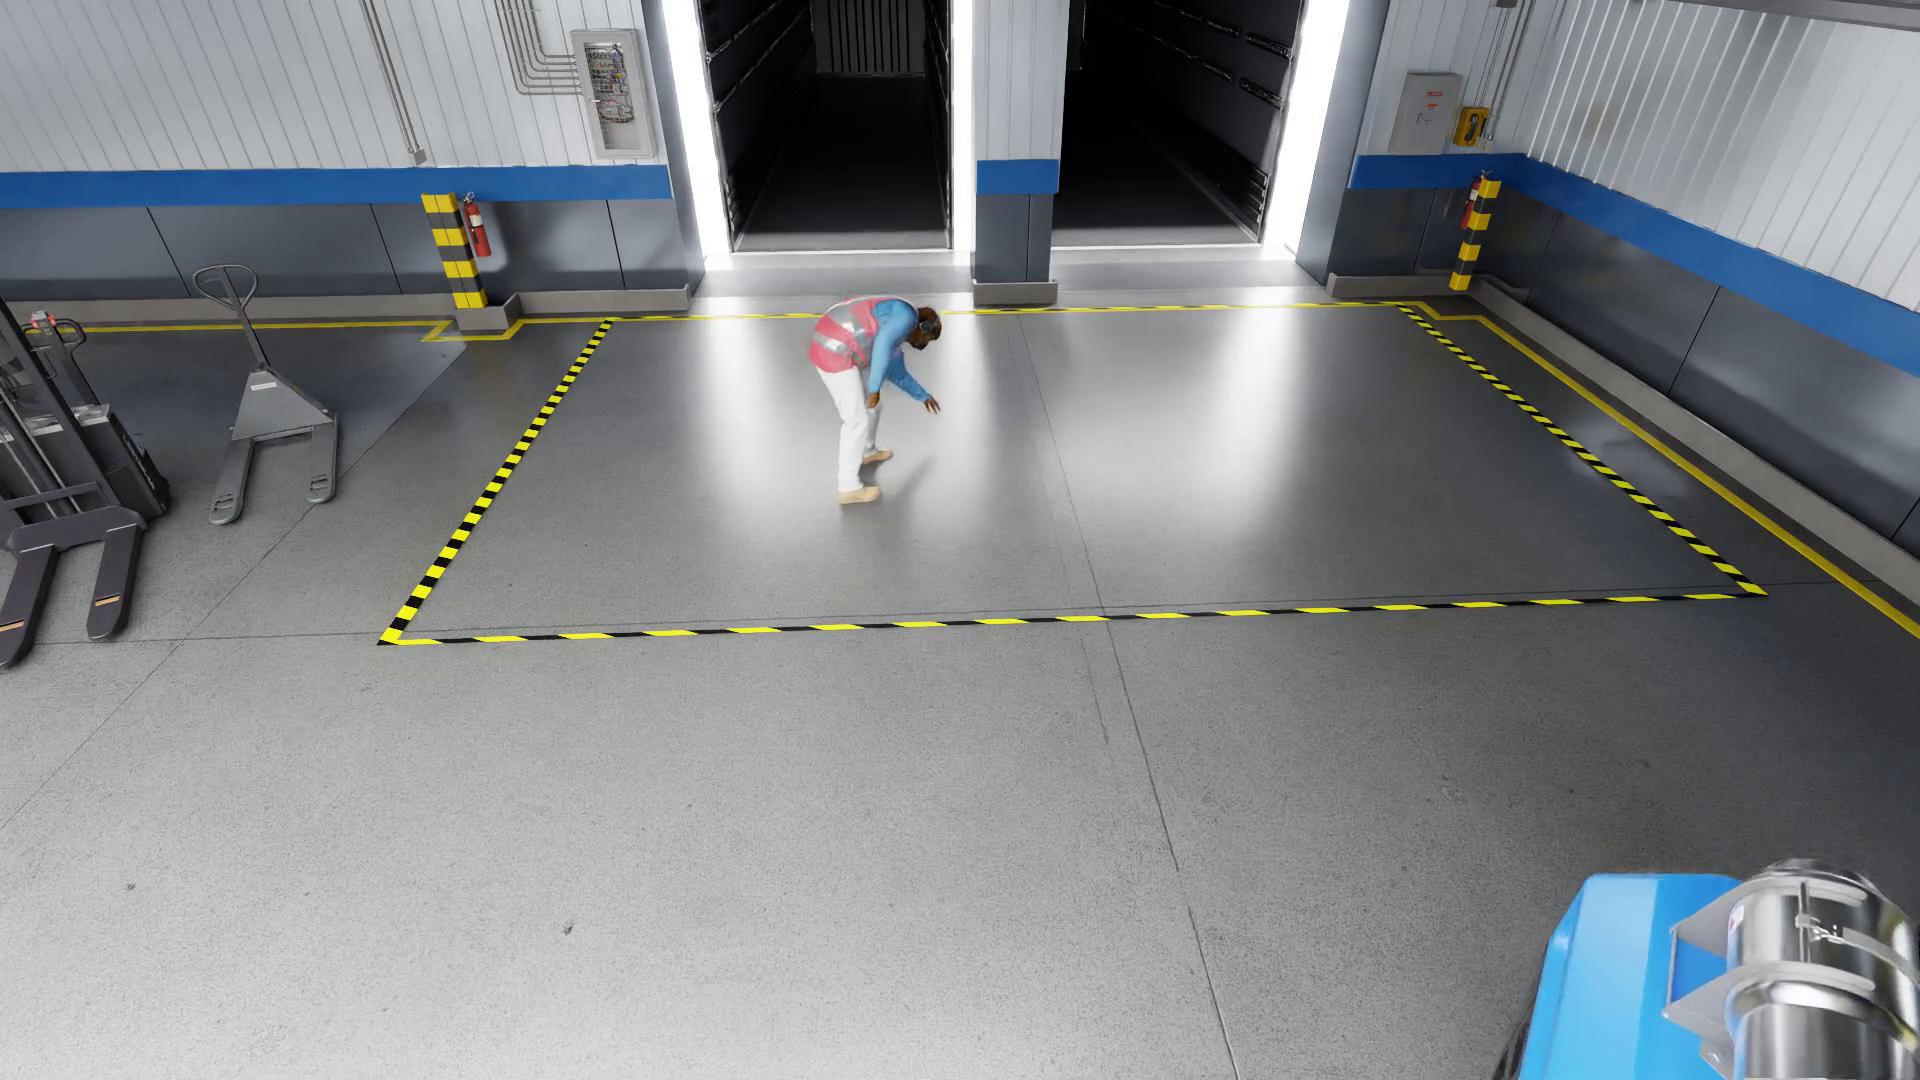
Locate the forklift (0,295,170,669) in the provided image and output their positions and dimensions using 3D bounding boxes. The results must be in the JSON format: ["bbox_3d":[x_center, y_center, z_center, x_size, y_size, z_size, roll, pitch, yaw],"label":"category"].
[{"bbox_3d":[-5.212,-0.618,4.878,0.823,1.965,1.885,-20,39,-26],"label":"forklift"}]

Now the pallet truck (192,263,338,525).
[{"bbox_3d":[-4.778,-1.027,6.128,0.680,1.201,1.601,-17,38,-23],"label":"pallet truck"}]

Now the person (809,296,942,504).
[{"bbox_3d":[-0.539,-1.006,6.120,0.846,1.261,0.994,0,35,0],"label":"person"}]

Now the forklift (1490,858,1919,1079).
[{"bbox_3d":[2.691,1.415,1.646,2.680,2.036,1.157,23,41,29],"label":"forklift"}]
